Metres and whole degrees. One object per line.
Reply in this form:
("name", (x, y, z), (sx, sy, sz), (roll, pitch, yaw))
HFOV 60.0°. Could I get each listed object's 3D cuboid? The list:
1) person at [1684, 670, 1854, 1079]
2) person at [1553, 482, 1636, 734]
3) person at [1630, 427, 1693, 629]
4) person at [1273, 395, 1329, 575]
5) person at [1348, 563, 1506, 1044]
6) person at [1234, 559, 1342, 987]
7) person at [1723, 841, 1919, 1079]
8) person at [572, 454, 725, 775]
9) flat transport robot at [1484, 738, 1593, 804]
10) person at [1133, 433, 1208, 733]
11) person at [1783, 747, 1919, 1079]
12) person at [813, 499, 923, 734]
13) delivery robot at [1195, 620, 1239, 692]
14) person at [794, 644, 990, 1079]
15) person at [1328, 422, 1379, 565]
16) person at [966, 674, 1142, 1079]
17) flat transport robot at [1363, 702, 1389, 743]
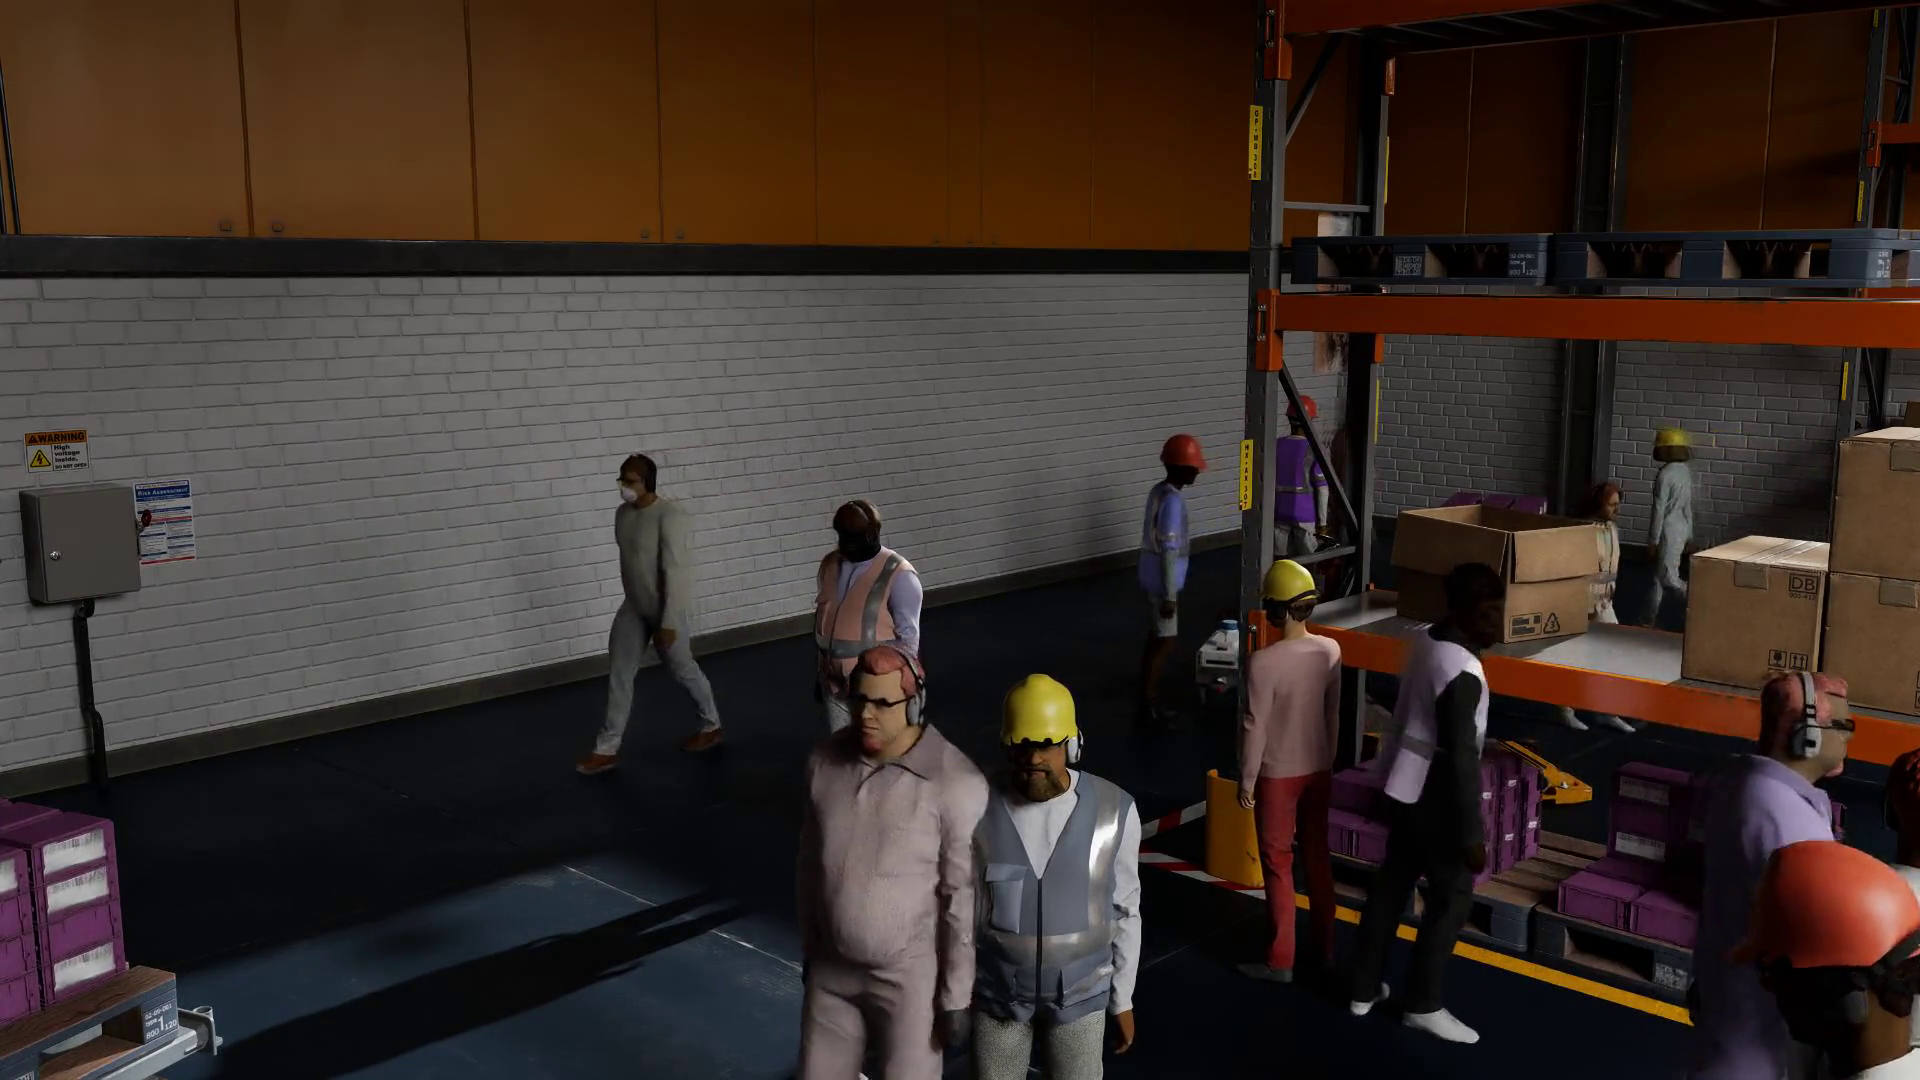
("person", (2.183, 1.271, 4.671), (0.953, 1.867, 0.638), (4, 10, 21))
("person", (4.031, 0.441, 10.479), (0.515, 1.612, 0.614), (-7, 11, -36))
("person", (5.687, -0.040, 13.152), (0.789, 1.710, 0.490), (8, 12, 42))
("person", (2.727, -0.201, 13.461), (0.552, 1.935, 0.368), (7, 11, 35))
("person", (1.764, 0.992, 6.370), (0.464, 1.873, 0.678), (0, 9, 0))
("person", (1.364, 0.956, 6.917), (0.527, 1.761, 0.347), (-6, 11, -34))
("person", (1.467, 1.521, 2.697), (0.617, 2.012, 0.851), (9, 13, 44))
("person", (-1.821, 0.416, 9.891), (0.635, 1.883, 1.039), (8, 12, 39))
("flat transport robot", (2.711, 1.307, 9.312), (1.431, 0.197, 0.652), (-1, 9, -8))
("person", (1.347, 0.269, 10.657), (0.432, 1.922, 0.616), (0, 9, 1))
("person", (2.202, 1.392, 3.863), (0.356, 1.882, 0.574), (-7, 12, -37))
("person", (-0.493, 0.709, 8.195), (0.619, 1.838, 0.430), (7, 12, 37))
("delivery robot", (1.832, 0.788, 11.336), (0.477, 0.478, 0.707), (3, 10, 19))
("person", (-0.204, 1.223, 4.851), (0.651, 1.894, 0.479), (5, 11, 29))
("person", (3.342, -0.273, 14.071), (0.430, 1.888, 0.643), (0, 9, -1))
("person", (0.221, 1.274, 4.740), (0.591, 1.833, 0.403), (0, 9, 2))
("flat transport robot", (2.313, 1.144, 10.307), (0.652, 0.197, 1.431), (-1, 9, -4))
